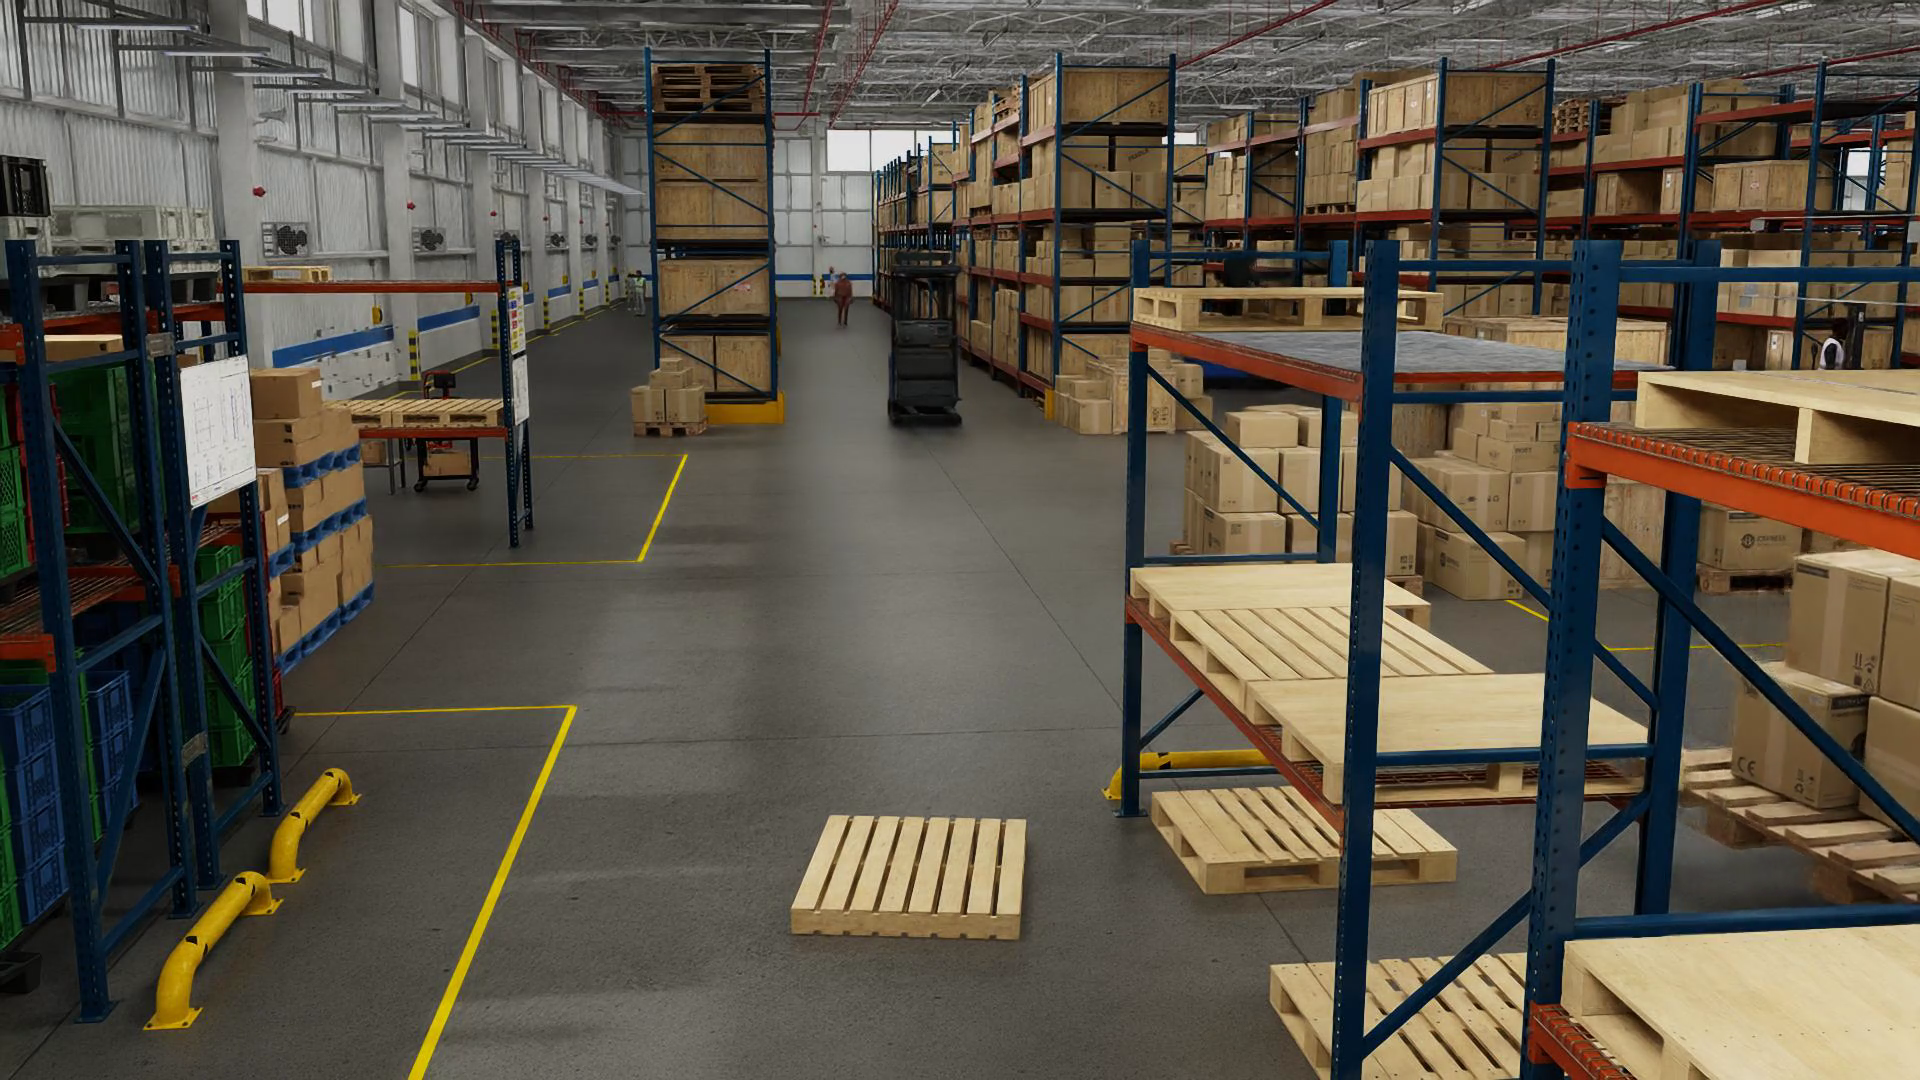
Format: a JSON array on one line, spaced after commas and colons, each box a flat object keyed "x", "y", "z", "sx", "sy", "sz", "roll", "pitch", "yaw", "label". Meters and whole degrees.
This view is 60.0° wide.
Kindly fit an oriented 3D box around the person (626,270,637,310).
[{"x": -14.196, "y": -10.801, "z": 71.967, "sx": 0.483, "sy": 1.735, "sz": 0.340, "roll": -7, "pitch": 12, "yaw": -34, "label": "person"}]

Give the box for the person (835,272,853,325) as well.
[{"x": -4.137, "y": -8.648, "z": 59.638, "sx": 0.649, "sy": 1.881, "sz": 0.791, "roll": -3, "pitch": 11, "yaw": -14, "label": "person"}]

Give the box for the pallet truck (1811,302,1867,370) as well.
[{"x": 15.846, "y": -3.142, "z": 28.793, "sx": 1.885, "sy": 1.965, "sz": 0.823, "roll": 2, "pitch": 10, "yaw": 12, "label": "pallet truck"}]

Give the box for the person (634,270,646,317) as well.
[{"x": -12.717, "y": -9.809, "z": 66.147, "sx": 0.567, "sy": 1.848, "sz": 0.389, "roll": 6, "pitch": 12, "yaw": 32, "label": "person"}]

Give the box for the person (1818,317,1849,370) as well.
[{"x": 12.773, "y": -2.310, "z": 24.436, "sx": 0.385, "sy": 1.910, "sz": 0.593, "roll": 6, "pitch": 12, "yaw": 31, "label": "person"}]

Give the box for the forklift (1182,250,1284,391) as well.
[{"x": 5.502, "y": -4.431, "z": 33.487, "sx": 1.873, "sy": 2.768, "sz": 1.129, "roll": -1, "pitch": 10, "yaw": -6, "label": "forklift"}]

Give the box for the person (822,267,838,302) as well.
[{"x": -6.354, "y": -12.632, "z": 82.184, "sx": 0.919, "sy": 1.701, "sz": 0.566, "roll": -1, "pitch": 10, "yaw": -5, "label": "person"}]

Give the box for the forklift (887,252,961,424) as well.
[{"x": -0.638, "y": -3.431, "z": 27.946, "sx": 1.129, "sy": 2.768, "sz": 1.873, "roll": -1, "pitch": 10, "yaw": -6, "label": "forklift"}]

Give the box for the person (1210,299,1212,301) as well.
[{"x": 9.052, "y": -8.988, "z": 61.379, "sx": 0.635, "sy": 1.921, "sz": 0.441, "roll": -2, "pitch": 10, "yaw": -12, "label": "person"}]
